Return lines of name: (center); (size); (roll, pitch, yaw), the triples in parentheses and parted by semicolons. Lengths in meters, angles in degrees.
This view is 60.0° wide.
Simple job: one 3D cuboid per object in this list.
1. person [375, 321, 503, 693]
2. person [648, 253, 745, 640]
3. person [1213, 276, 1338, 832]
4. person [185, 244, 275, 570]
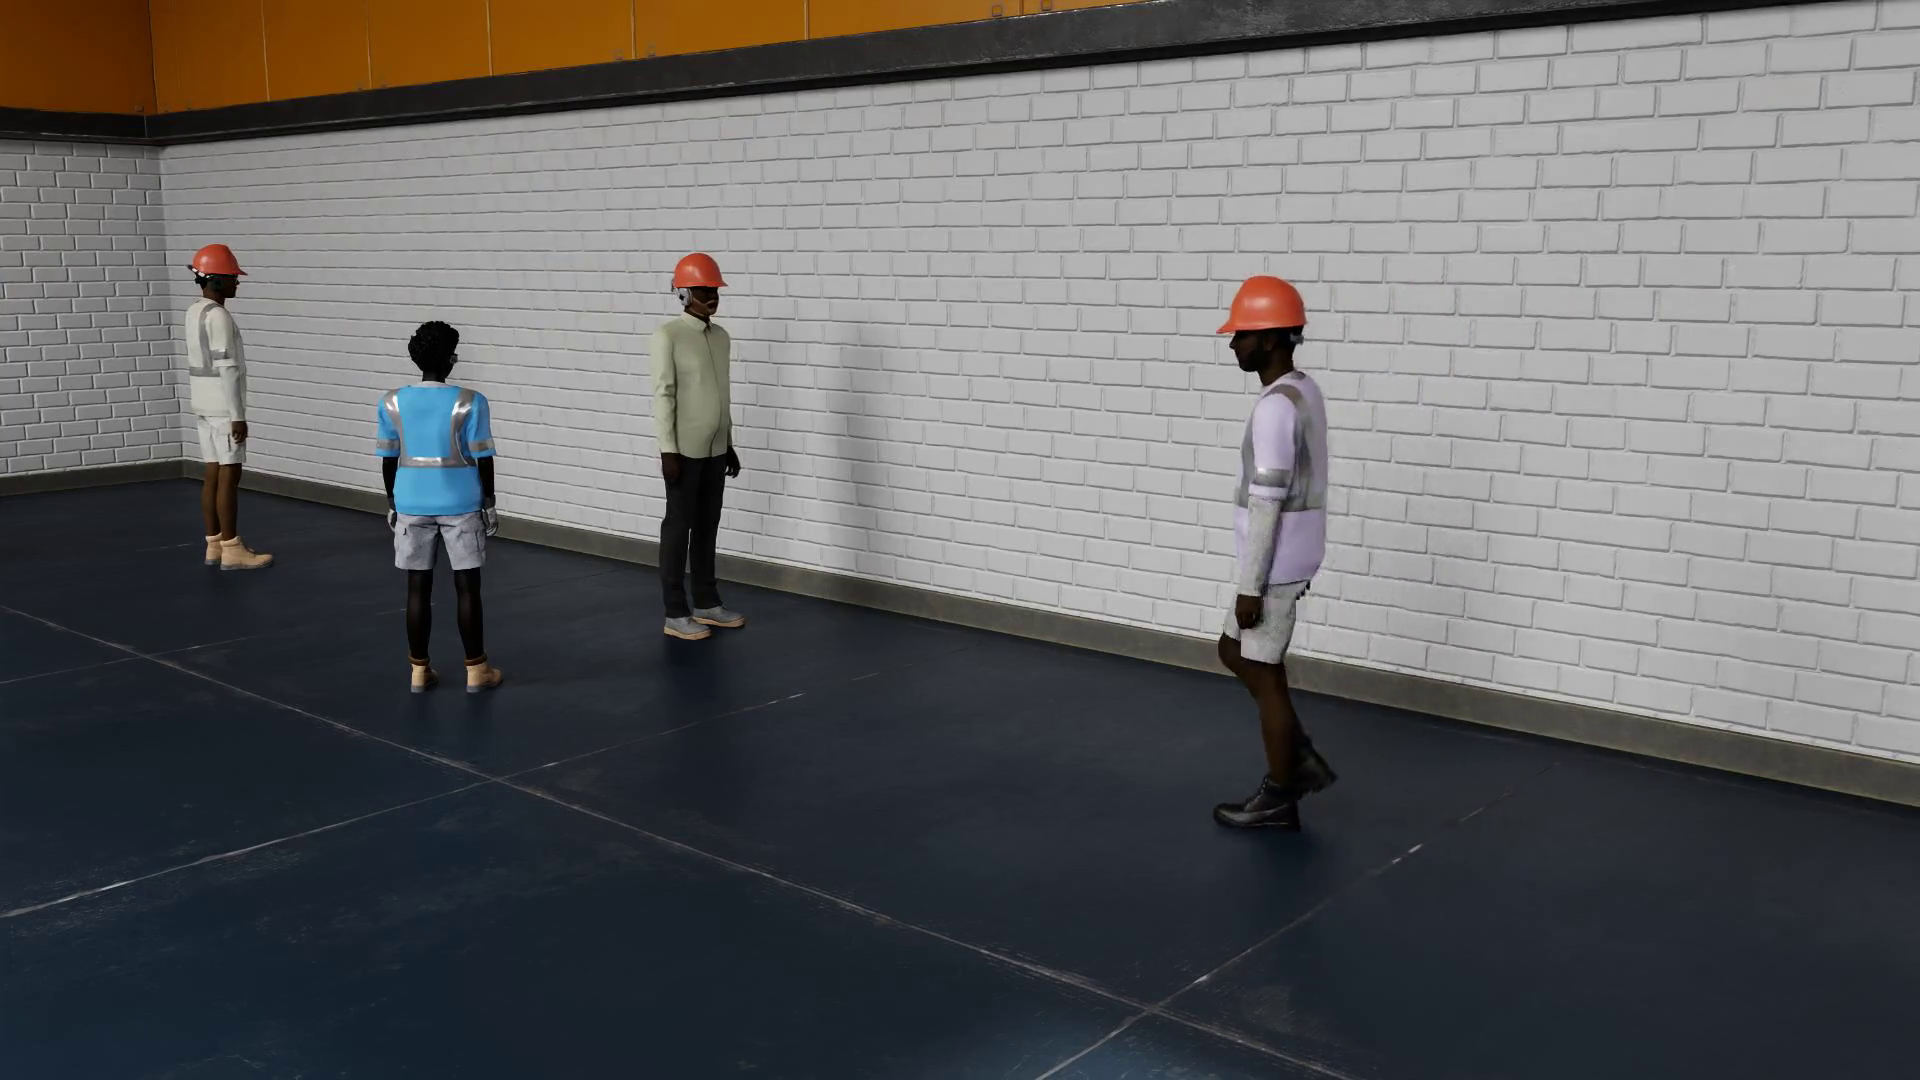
person: (-2.362, -0.144, 7.576); (0.540, 1.695, 0.317); (0, 10, 2)
person: (-1.368, -0.493, 8.714); (0.383, 1.996, 0.609); (5, 11, 28)
person: (1.043, 0.069, 5.694); (0.396, 1.926, 0.555); (3, 11, 18)
person: (-4.643, -0.833, 10.516); (0.373, 2.043, 0.615); (-9, 13, -41)
